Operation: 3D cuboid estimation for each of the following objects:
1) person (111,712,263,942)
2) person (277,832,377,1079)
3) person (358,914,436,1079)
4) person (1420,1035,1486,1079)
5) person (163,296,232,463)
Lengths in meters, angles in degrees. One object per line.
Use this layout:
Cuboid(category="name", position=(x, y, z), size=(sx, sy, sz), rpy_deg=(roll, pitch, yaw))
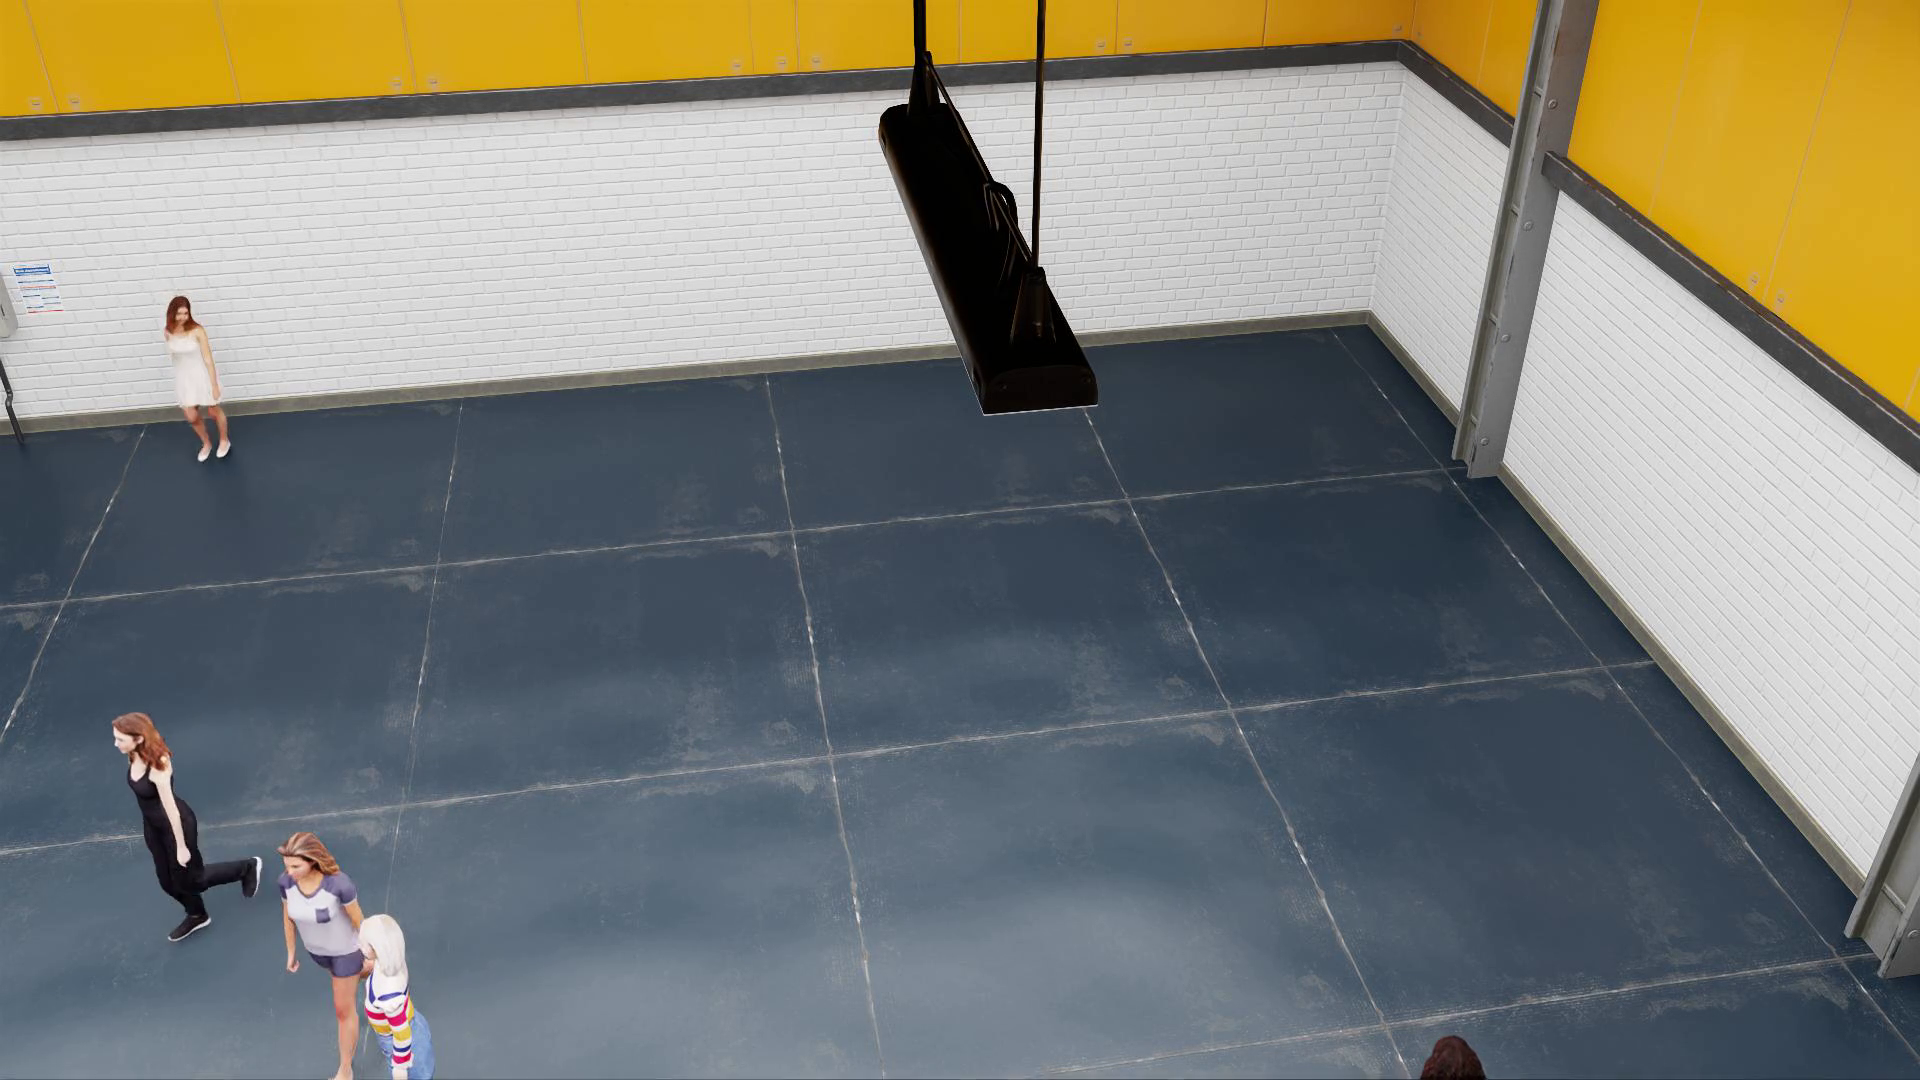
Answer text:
Cuboid(category="person", position=(-4.746, 1.710, 10.193), size=(0.906, 1.732, 0.964), rpy_deg=(22, 39, 29))
Cuboid(category="person", position=(-3.495, 2.244, 9.435), size=(0.929, 1.681, 1.184), rpy_deg=(9, 35, 14))
Cuboid(category="person", position=(-2.911, 2.630, 8.739), size=(0.748, 1.809, 0.521), rpy_deg=(-12, 35, -17))
Cuboid(category="person", position=(2.337, 3.066, 8.258), size=(0.624, 1.616, 0.619), rpy_deg=(-10, 35, -14))
Cuboid(category="person", position=(-6.886, -1.477, 15.046), size=(0.615, 1.668, 0.699), rpy_deg=(5, 34, 8))
